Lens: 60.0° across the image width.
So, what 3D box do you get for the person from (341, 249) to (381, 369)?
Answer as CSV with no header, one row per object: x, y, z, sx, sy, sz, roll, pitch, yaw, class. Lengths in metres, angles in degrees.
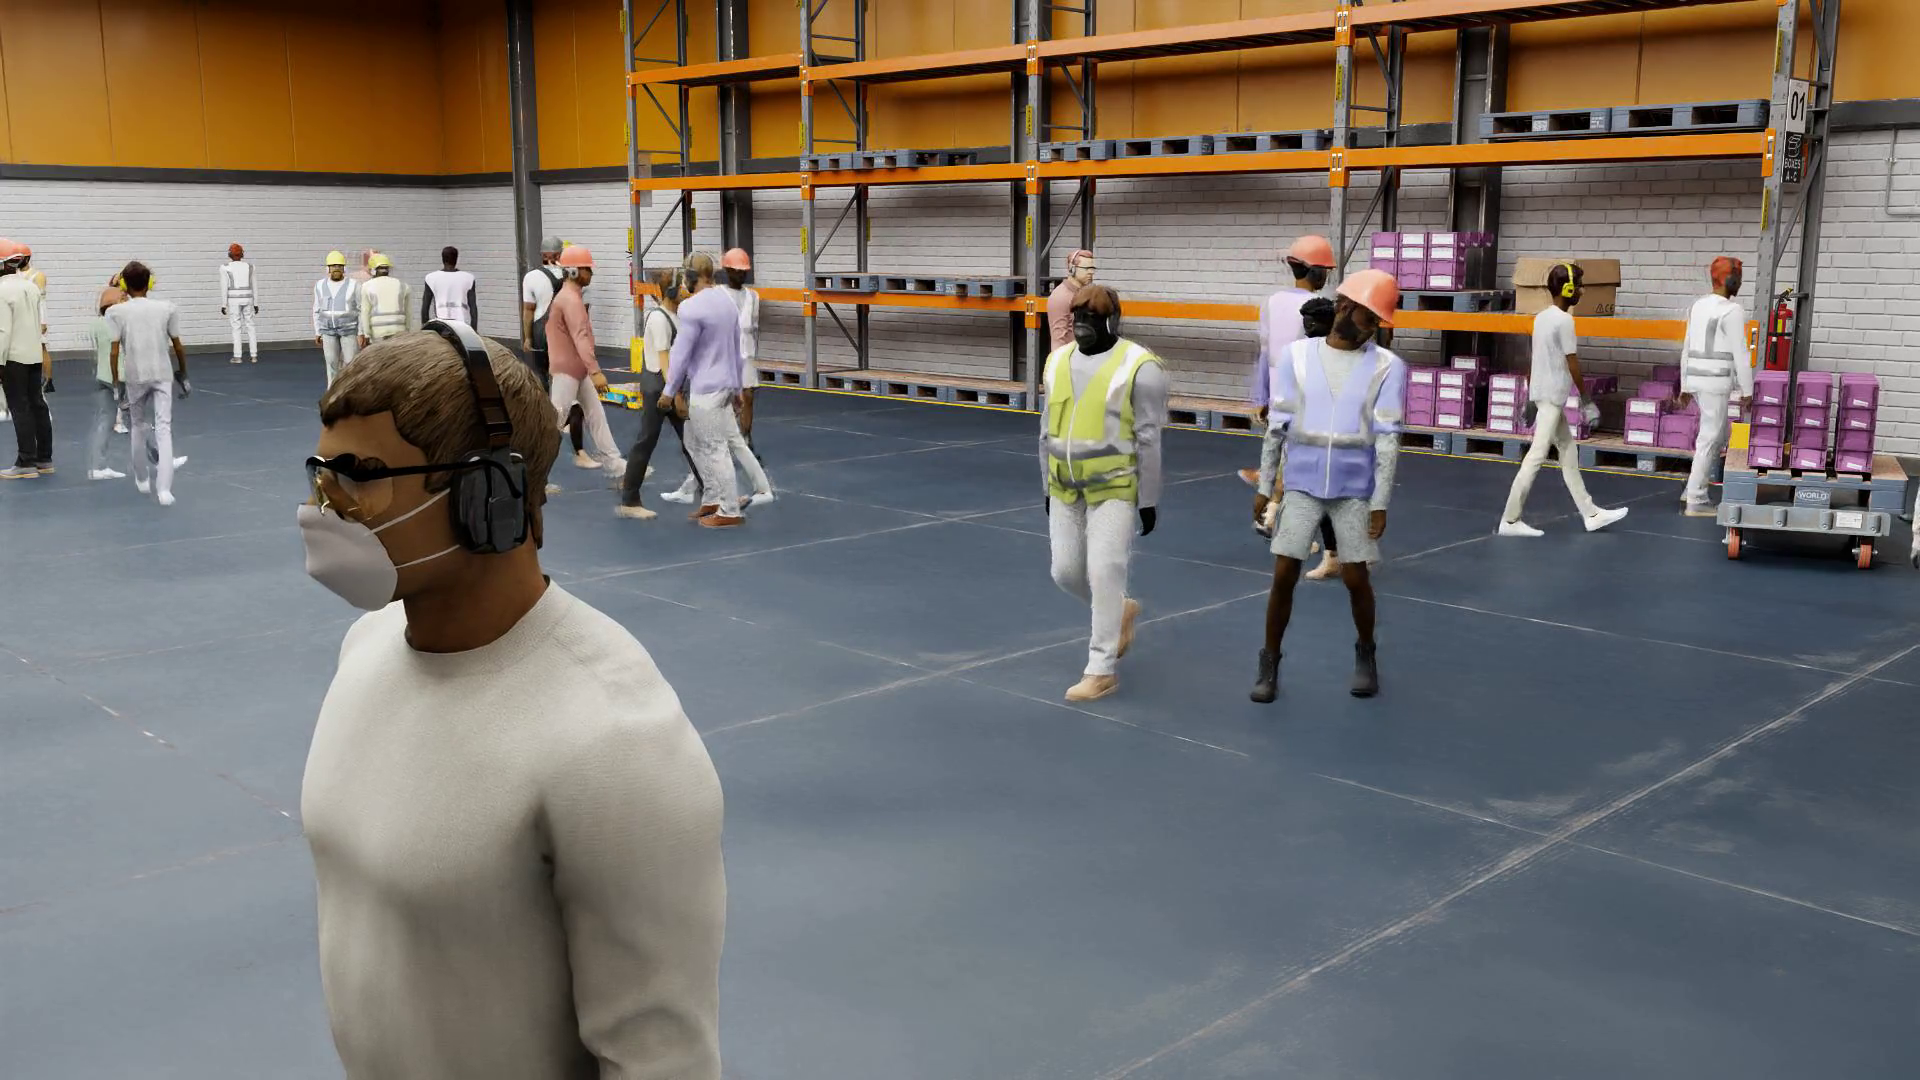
-7.406,-2.709,20.863,1.035,1.857,0.643,-1,10,-4,person

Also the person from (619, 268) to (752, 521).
-1.991,-1.008,11.710,1.009,1.779,0.529,3,11,14,person

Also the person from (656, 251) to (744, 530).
-1.774,-1.011,11.414,0.610,1.910,0.620,3,11,14,person

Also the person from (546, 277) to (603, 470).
-3.442,-1.448,14.428,0.651,1.673,0.538,2,11,13,person

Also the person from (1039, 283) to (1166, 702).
0.648,-0.229,7.411,0.633,1.826,0.648,8,13,38,person

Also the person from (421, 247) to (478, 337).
-6.206,-2.601,20.185,0.610,1.877,0.914,-6,12,-31,person

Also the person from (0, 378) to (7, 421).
-10.332,-2.161,17.889,0.839,1.831,0.539,-4,11,-19,person

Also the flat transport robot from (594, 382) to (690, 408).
-3.830,-1.729,19.800,0.652,0.197,1.431,-7,13,-35,flat transport robot

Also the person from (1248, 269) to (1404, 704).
1.591,-0.231,7.246,0.619,1.887,0.477,3,11,14,person

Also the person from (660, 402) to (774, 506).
-1.802,-1.027,12.403,0.890,1.579,0.508,1,10,7,person

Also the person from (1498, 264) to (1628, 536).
4.082,-0.916,11.132,0.919,1.827,0.525,1,10,5,person

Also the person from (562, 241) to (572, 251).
-6.436,-3.937,27.312,0.587,1.930,0.355,4,11,22,person

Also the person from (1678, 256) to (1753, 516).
5.468,-1.089,11.947,0.485,1.868,0.589,0,10,-2,person

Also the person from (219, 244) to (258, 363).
-11.457,-3.757,26.458,0.585,1.882,0.343,-10,14,-43,person

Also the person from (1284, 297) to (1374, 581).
2.148,-0.583,9.749,0.354,1.672,0.548,-5,11,-25,person

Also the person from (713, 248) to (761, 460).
-2.091,-1.695,15.139,0.555,1.913,0.786,-8,13,-37,person

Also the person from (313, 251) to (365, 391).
-7.286,-2.461,19.519,0.600,1.836,0.404,0,10,-1,person

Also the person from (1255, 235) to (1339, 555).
2.158,-0.891,10.450,0.429,2.019,0.636,-7,12,-33,person

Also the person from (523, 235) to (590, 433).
-4.190,-2.126,17.138,0.717,2.000,0.621,-6,12,-31,person

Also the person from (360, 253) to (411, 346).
-6.796,-2.478,19.703,0.607,1.802,0.572,-7,12,-32,person

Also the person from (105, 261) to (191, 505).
-6.199,-1.206,12.738,0.540,1.819,0.977,-5,11,-24,person

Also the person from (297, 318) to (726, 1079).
-0.498,0.738,1.798,0.372,1.940,0.627,-10,15,-44,person

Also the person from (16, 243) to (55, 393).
-11.971,-2.843,21.373,0.539,1.930,0.383,3,11,17,person

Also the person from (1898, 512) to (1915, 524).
6.789,-0.892,11.275,0.612,1.706,0.808,-4,11,-19,person

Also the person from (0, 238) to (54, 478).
-7.896,-1.513,13.915,0.379,1.996,0.609,0,10,1,person

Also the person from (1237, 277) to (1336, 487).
2.722,-1.305,13.086,1.031,1.880,0.654,0,10,2,person

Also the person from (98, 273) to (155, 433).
-8.592,-1.923,17.127,0.307,1.641,0.513,5,12,27,person

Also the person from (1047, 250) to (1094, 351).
0.962,-1.397,13.538,0.401,1.904,0.650,6,12,30,person

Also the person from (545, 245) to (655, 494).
-2.980,-1.325,13.051,1.049,1.939,0.631,-2,11,-9,person

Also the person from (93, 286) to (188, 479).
-6.969,-1.325,13.967,0.537,1.589,0.816,7,13,35,person

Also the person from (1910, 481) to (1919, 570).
4.168,-0.001,6.741,0.515,1.604,0.807,8,13,39,person
